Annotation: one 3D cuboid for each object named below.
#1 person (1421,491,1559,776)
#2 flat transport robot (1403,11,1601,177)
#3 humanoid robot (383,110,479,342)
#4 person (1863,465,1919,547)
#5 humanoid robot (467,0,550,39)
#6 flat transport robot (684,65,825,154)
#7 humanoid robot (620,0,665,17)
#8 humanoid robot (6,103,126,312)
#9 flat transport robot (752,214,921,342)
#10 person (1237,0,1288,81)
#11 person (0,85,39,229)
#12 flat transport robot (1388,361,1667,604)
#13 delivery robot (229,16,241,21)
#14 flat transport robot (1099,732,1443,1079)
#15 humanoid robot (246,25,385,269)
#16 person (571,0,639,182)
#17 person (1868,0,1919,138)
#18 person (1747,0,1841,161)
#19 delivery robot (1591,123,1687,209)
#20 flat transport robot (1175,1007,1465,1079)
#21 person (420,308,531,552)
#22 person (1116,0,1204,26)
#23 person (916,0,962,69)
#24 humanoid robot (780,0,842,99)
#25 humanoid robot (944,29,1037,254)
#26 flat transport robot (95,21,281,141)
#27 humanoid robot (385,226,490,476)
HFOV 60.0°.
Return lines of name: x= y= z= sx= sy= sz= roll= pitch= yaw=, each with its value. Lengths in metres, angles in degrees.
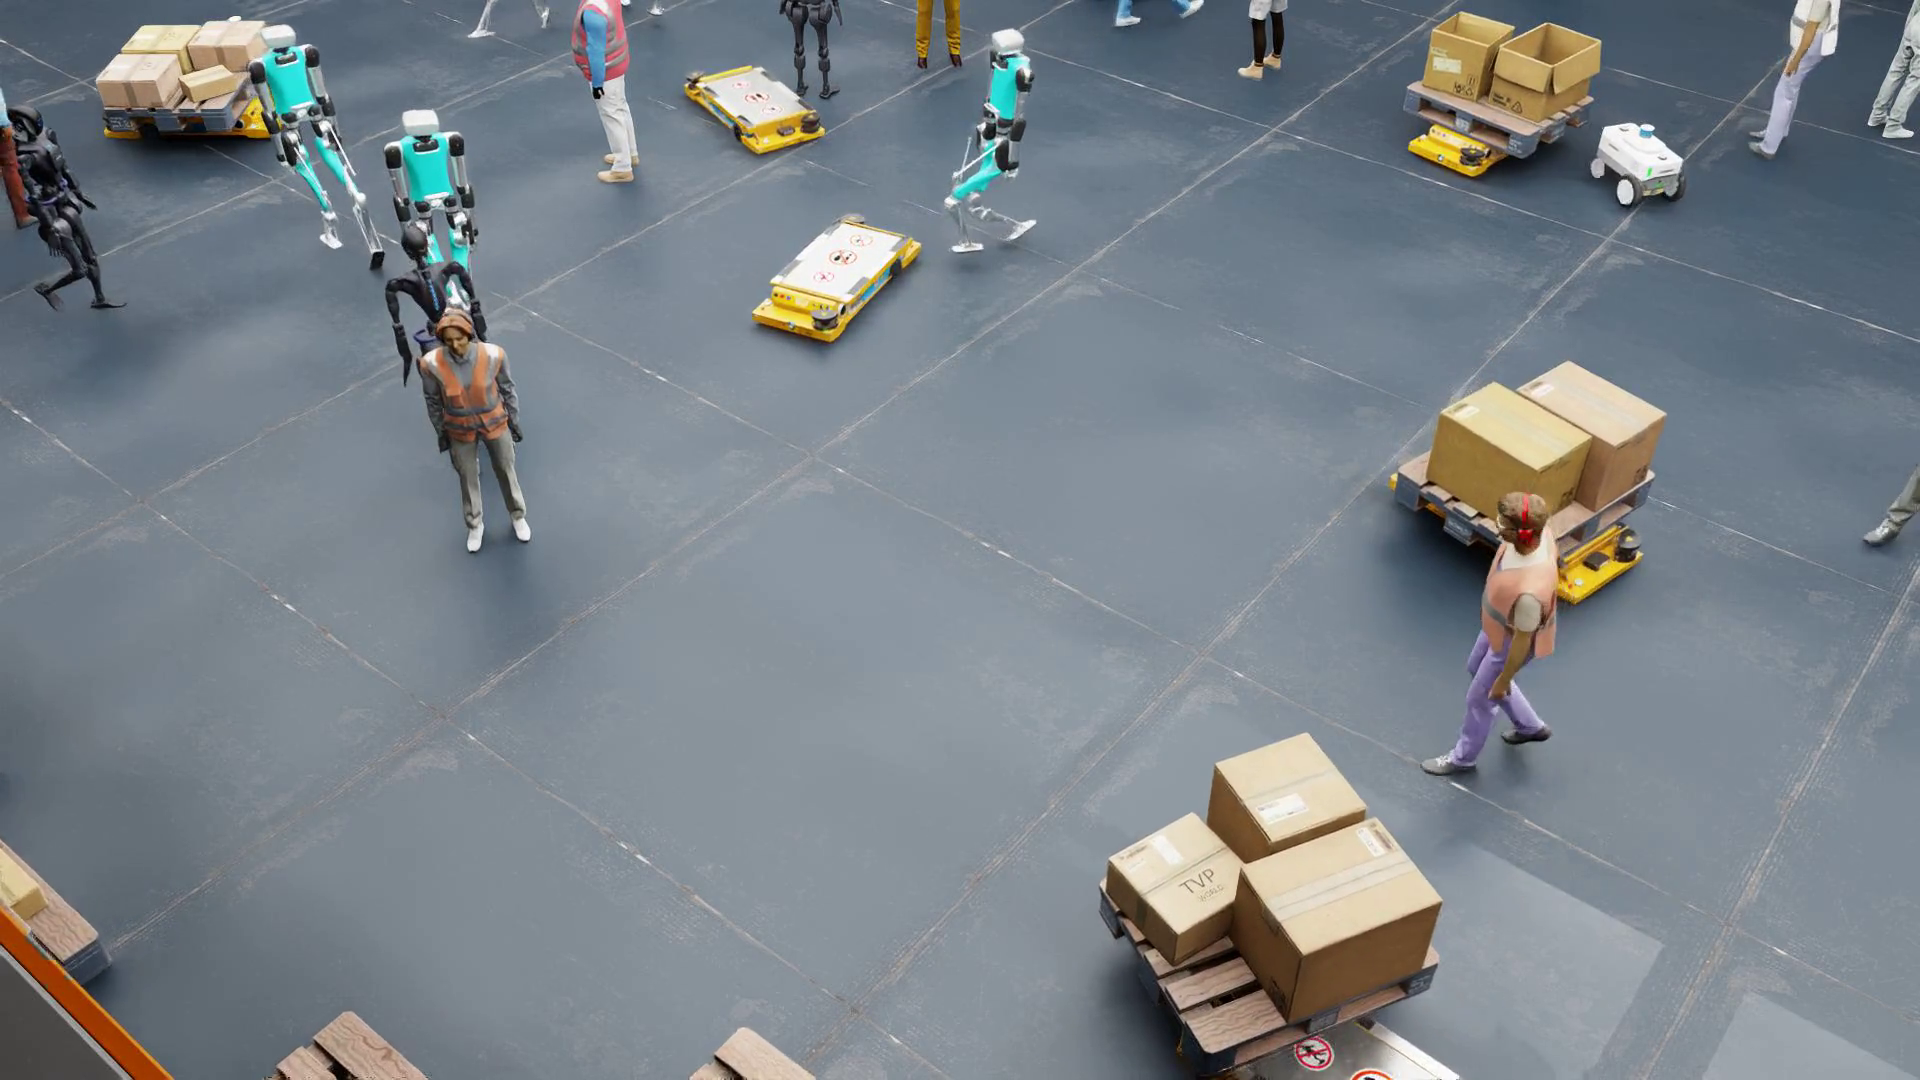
person: x=2.765 y=0.495 z=8.297 sx=0.539 sy=1.823 sz=0.621 roll=8 pitch=41 yaw=9
flat transport robot: x=4.541 y=-3.509 z=14.206 sx=1.431 sy=0.231 sz=0.659 roll=-30 pitch=49 yaw=-31
humanoid robot: x=-3.463 y=-1.991 z=11.327 sx=0.552 sy=1.762 sz=1.044 roll=-20 pitch=44 yaw=-22
person: x=5.971 y=-0.681 z=9.689 sx=0.713 sy=1.812 sz=0.577 roll=-20 pitch=44 yaw=-22
humanoid robot: x=-4.304 y=-5.545 z=15.494 sx=0.908 sy=1.799 sz=0.559 roll=-21 pitch=45 yaw=-23
flat transport robot: x=-1.813 y=-3.801 z=14.549 sx=0.659 sy=0.231 sz=1.431 roll=-22 pitch=45 yaw=-24
humanoid robot: x=-3.085 y=-5.727 z=15.709 sx=0.539 sy=1.743 sz=1.033 roll=-27 pitch=47 yaw=-28
humanoid robot: x=-6.428 y=-2.338 z=11.746 sx=0.507 sy=1.643 sz=0.604 roll=0 pitch=40 yaw=0
flat transport robot: x=-0.902 y=-1.971 z=12.397 sx=0.659 sy=0.231 sz=1.431 roll=17 pitch=43 yaw=19
person: x=2.756 y=-4.968 z=14.827 sx=0.535 sy=1.688 sz=0.322 roll=-33 pitch=50 yaw=-33
person: x=-7.512 y=-3.169 z=12.588 sx=0.639 sy=1.855 sz=0.547 roll=5 pitch=41 yaw=6
flat transport robot: x=3.421 y=-0.167 z=10.274 sx=0.659 sy=0.231 sz=1.431 roll=-27 pitch=47 yaw=-28
delivery robot: x=-6.520 y=-4.436 z=15.091 sx=0.808 sy=0.614 sz=0.499 roll=0 pitch=40 yaw=0
flat transport robot: x=1.401 y=1.982 z=7.746 sx=0.659 sy=0.231 sz=1.431 roll=-16 pitch=43 yaw=-18
humanoid robot: x=-4.665 y=-2.822 z=12.281 sx=0.543 sy=1.758 sz=0.986 roll=-32 pitch=50 yaw=-32
person: x=-2.859 y=-3.772 z=13.313 sx=0.431 sy=1.836 sz=0.629 roll=0 pitch=40 yaw=0
person: x=8.092 y=-4.200 z=13.892 sx=0.320 sy=1.729 sz=0.489 roll=-11 pitch=42 yaw=-12
person: x=6.919 y=-4.018 z=13.610 sx=0.431 sy=1.823 sz=0.578 roll=17 pitch=43 yaw=19
delivery robot: x=5.489 y=-3.075 z=13.464 sx=0.499 sy=0.580 sz=0.756 roll=-11 pitch=42 yaw=-13
flat transport robot: x=1.710 y=2.420 z=7.231 sx=1.431 sy=0.231 sz=0.659 roll=30 pitch=49 yaw=31
person: x=-2.832 y=-0.654 z=9.786 sx=0.513 sy=1.640 sz=0.314 roll=-10 pitch=41 yaw=-11
person: x=1.916 y=-5.698 z=15.683 sx=0.880 sy=1.681 sz=0.510 roll=-18 pitch=44 yaw=-20
person: x=-0.181 y=-5.103 z=14.944 sx=0.530 sy=1.749 sz=0.342 roll=-5 pitch=41 yaw=-6
humanoid robot: x=-1.325 y=-4.700 z=14.511 sx=0.599 sy=1.655 sz=0.315 roll=13 pitch=42 yaw=15
humanoid robot: x=0.161 y=-2.883 z=12.319 sx=1.014 sy=1.707 sz=0.538 roll=-17 pitch=43 yaw=-19
flat transport robot: x=-6.616 y=-3.716 z=14.450 sx=1.431 sy=0.231 sz=0.659 roll=0 pitch=40 yaw=0
humanoid robot: x=-3.223 y=-1.198 z=10.434 sx=0.610 sy=1.638 sz=0.676 roll=-22 pitch=45 yaw=-24
